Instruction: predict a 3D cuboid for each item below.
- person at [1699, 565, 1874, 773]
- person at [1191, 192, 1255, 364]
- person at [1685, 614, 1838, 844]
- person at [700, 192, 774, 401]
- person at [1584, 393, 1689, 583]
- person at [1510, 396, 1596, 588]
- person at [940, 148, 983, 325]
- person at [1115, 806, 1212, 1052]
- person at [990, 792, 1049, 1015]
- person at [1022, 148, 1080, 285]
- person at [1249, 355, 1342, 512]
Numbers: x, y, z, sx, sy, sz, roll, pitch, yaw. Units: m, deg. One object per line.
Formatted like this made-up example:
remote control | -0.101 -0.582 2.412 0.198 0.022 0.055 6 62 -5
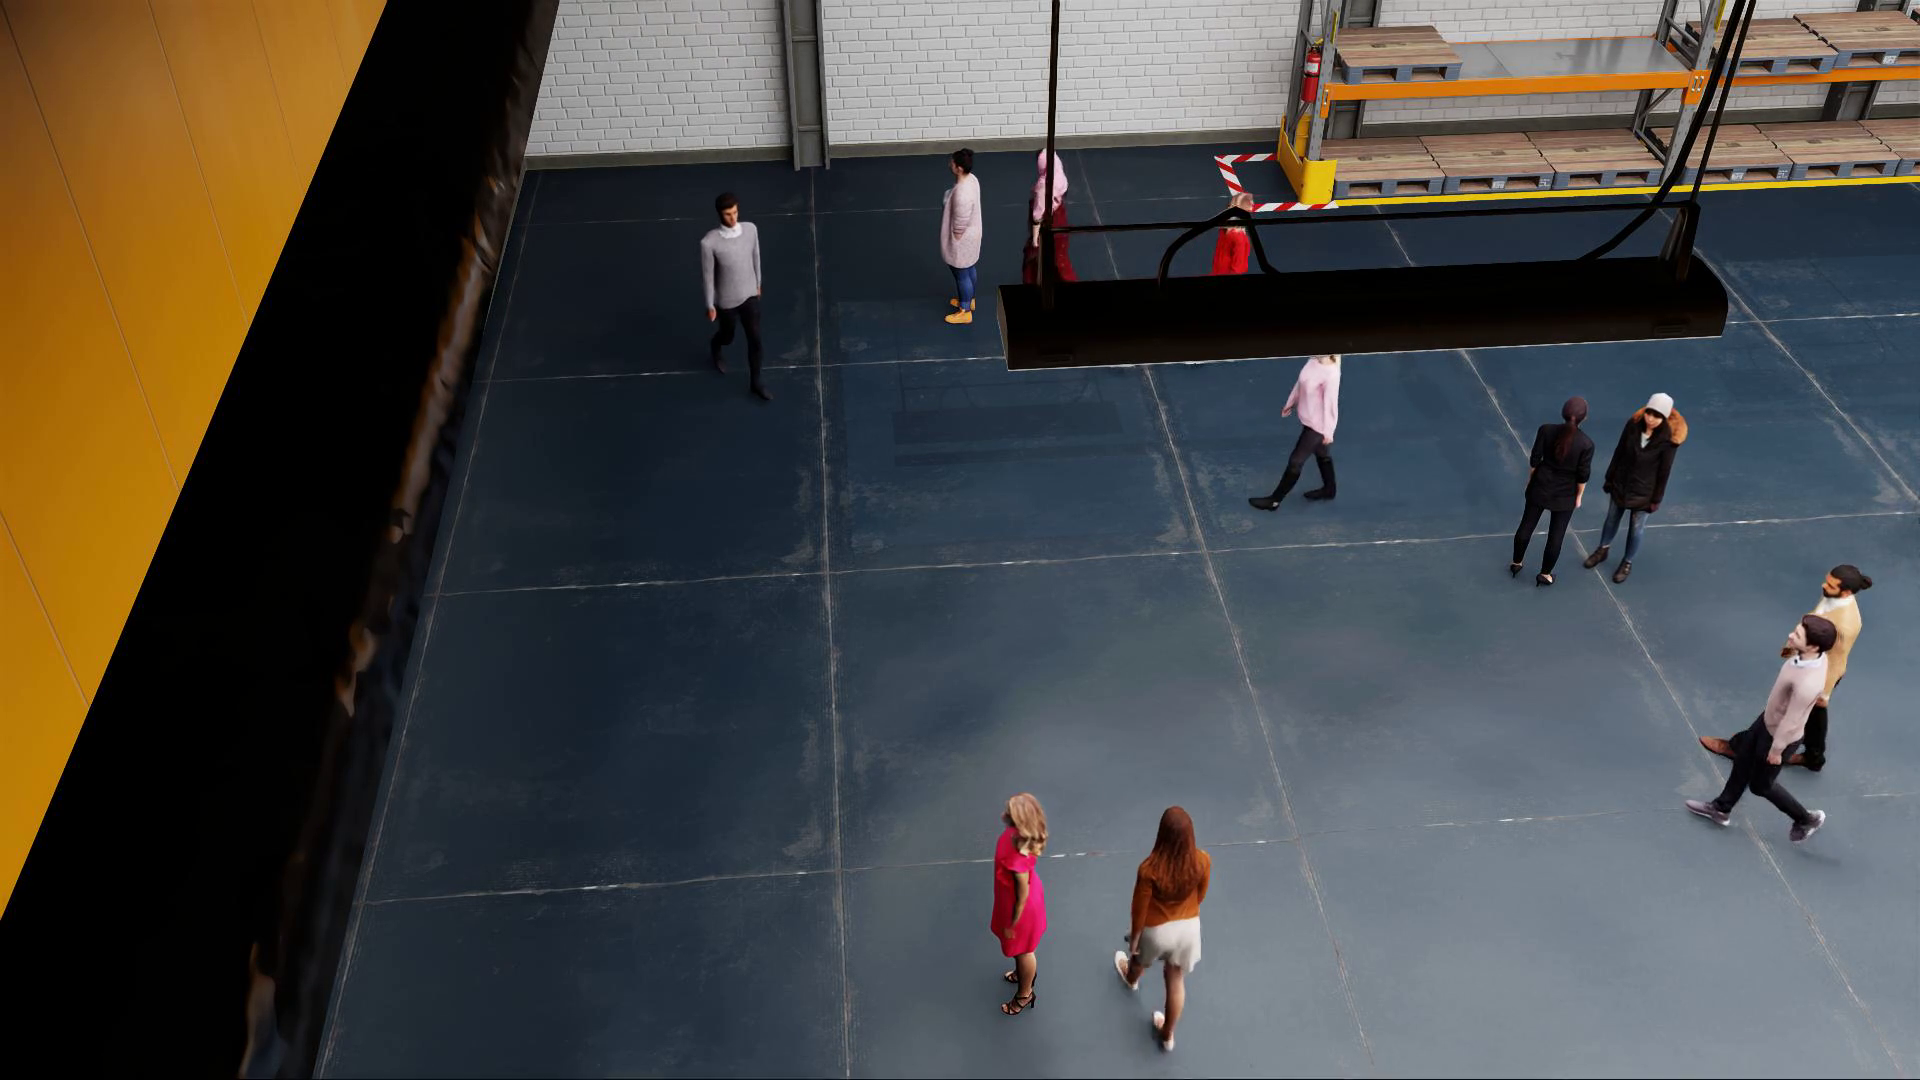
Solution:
person | 5.644 0.876 10.850 1.165 1.715 0.957 12 40 14
person | 2.305 -2.300 14.876 1.145 1.654 0.798 -12 40 -15
person | 5.158 1.209 10.371 1.116 1.793 0.949 17 42 20
person | -2.001 -2.190 14.519 1.226 1.926 1.150 -23 44 -26
person | 5.100 -0.421 12.539 0.773 1.633 0.729 -31 48 -33
person | 4.429 -0.358 12.439 0.685 1.660 0.746 27 46 30
person | 0.028 -2.850 15.493 0.720 1.743 0.754 7 39 8
person | 1.174 2.211 9.197 0.897 1.692 0.764 -8 39 -10
person | 0.351 2.036 9.387 0.602 1.728 0.613 5 39 6
person | 0.902 -2.896 15.654 1.053 1.613 1.016 29 47 32
person | 2.913 -0.950 13.188 0.977 1.650 0.601 -3 39 -3
